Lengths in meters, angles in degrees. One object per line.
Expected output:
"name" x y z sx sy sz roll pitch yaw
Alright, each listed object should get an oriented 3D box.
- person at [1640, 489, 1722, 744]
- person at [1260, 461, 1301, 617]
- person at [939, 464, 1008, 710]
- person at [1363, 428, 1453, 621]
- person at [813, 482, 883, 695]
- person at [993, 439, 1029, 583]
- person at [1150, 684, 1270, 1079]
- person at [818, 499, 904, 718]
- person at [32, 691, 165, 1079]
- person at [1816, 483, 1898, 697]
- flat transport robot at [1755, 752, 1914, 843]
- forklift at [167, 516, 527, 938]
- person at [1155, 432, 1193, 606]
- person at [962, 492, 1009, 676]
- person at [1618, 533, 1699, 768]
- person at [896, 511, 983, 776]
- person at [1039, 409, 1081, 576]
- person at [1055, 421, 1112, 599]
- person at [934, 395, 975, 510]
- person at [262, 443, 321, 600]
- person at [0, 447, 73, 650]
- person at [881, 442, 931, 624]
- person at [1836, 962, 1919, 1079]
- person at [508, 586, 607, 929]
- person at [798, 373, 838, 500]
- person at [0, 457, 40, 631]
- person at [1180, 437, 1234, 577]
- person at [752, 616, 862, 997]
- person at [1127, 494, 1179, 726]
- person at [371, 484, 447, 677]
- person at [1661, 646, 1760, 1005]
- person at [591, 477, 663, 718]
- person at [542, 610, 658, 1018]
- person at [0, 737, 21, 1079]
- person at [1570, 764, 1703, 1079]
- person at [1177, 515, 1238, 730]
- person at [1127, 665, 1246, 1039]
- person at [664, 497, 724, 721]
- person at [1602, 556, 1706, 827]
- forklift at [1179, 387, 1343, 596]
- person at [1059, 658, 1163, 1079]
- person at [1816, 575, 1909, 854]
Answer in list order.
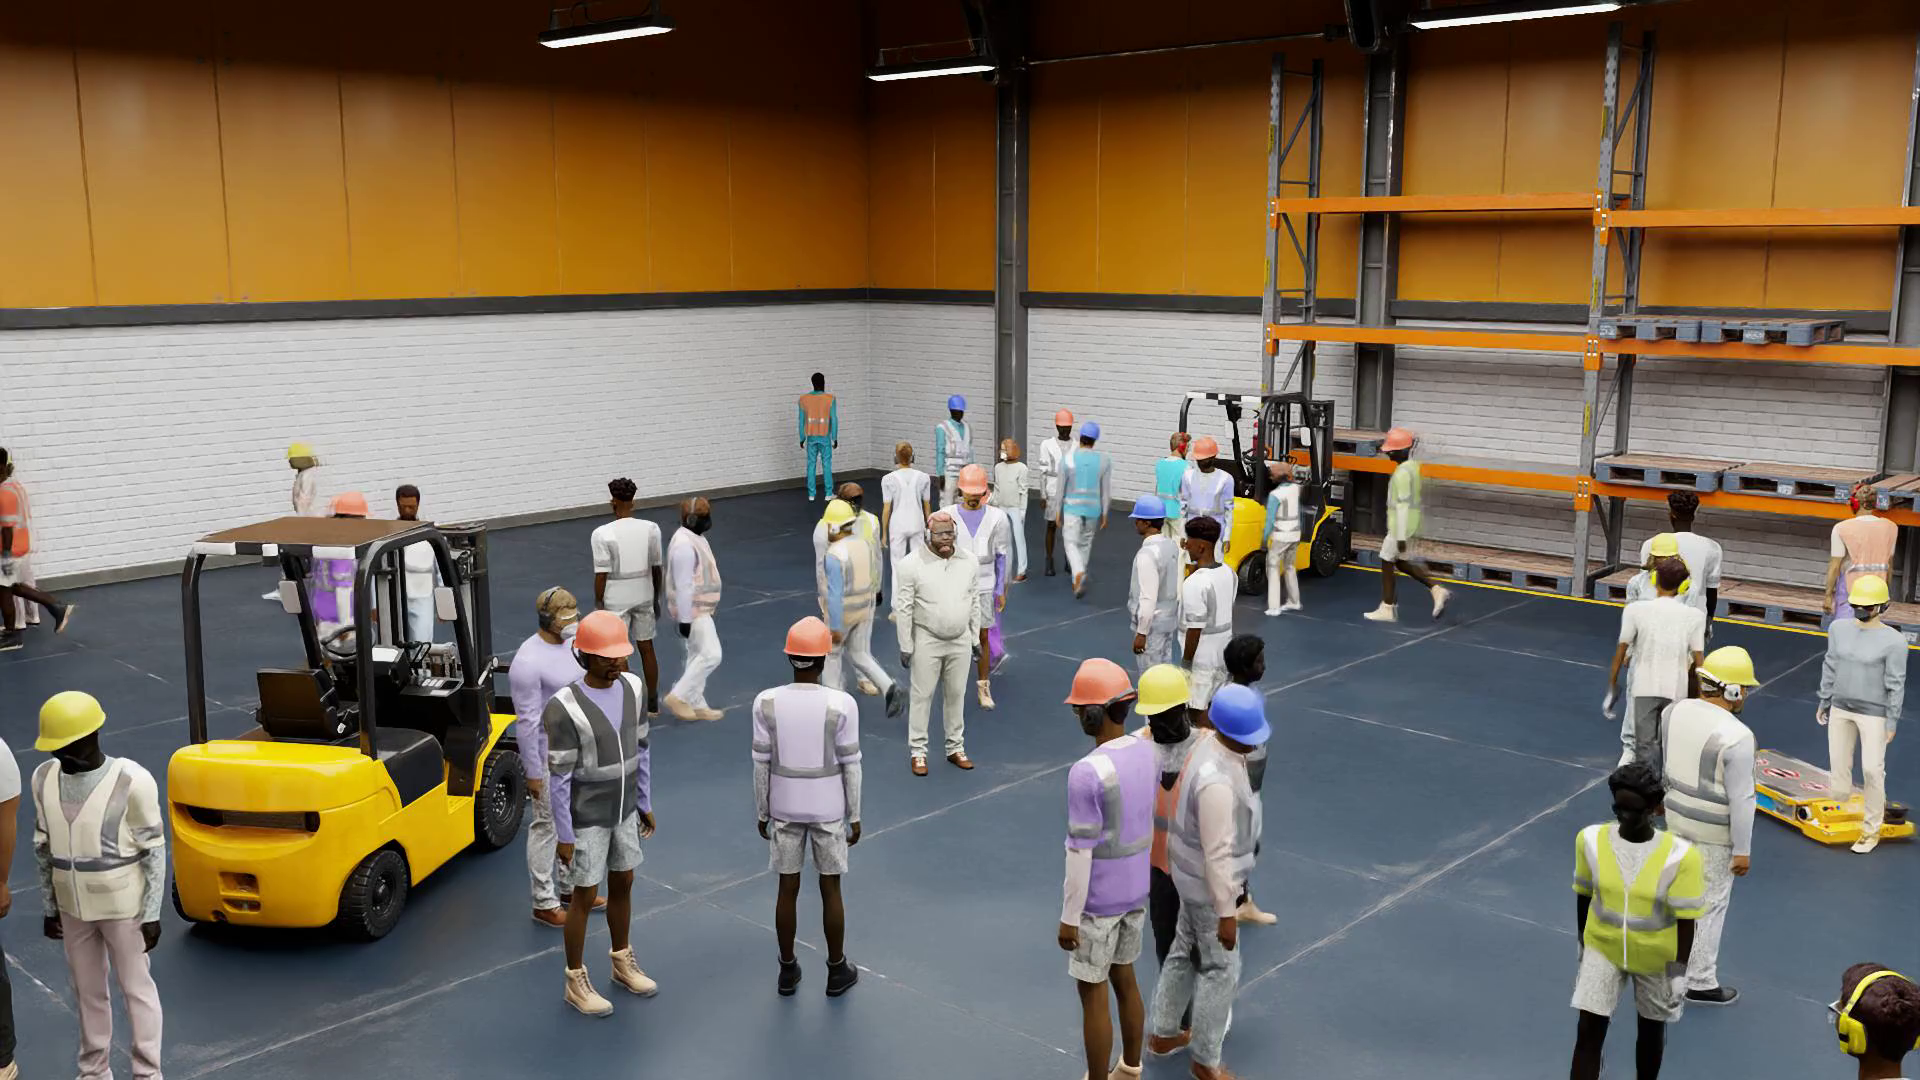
"person" 5.441 0.591 12.636 0.599 1.959 0.387 0 10 1
"person" 3.320 -0.008 17.030 0.328 1.622 0.565 9 13 42
"person" 0.091 0.388 13.546 0.606 2.039 0.381 -1 10 -7
"person" 4.503 -0.132 16.637 0.799 2.001 0.630 6 11 29
"person" -0.914 0.422 13.949 0.619 1.836 0.430 -7 12 -35
"person" 0.569 -0.336 18.842 0.504 1.627 0.290 10 14 44
"person" 1.106 1.530 7.479 0.479 1.901 0.715 1 10 7
"person" -0.849 0.574 13.147 0.751 1.805 0.598 5 11 27
"person" -3.716 1.569 7.172 0.589 1.913 0.399 2 10 11
"person" 7.440 0.451 13.761 0.560 1.837 0.391 -1 10 -7
"flat transport robot" 5.587 1.685 11.188 0.652 0.197 1.431 -3 10 -14
"forklift" -3.583 0.976 9.748 1.214 2.155 2.313 2 10 11
"person" 2.269 -0.223 17.595 0.389 1.838 0.563 -7 12 -33
"person" 0.231 0.365 14.560 0.446 1.720 0.607 8 13 37
"person" 5.029 0.809 11.987 0.487 1.744 0.297 4 11 20
"person" -0.130 0.734 11.948 0.653 1.906 0.405 -4 11 -23
"person" 1.181 -0.545 19.171 0.557 1.936 0.438 -2 10 -10
"person" 1.340 -0.307 17.897 0.615 1.915 0.795 -1 10 -7
"person" -0.055 -0.851 20.879 0.629 1.941 0.401 -10 14 -43
"person" -7.012 -0.194 17.828 0.904 1.697 0.489 -6 12 -32
"person" -8.865 0.066 15.668 0.712 1.944 0.607 -5 11 -28
"person" -0.542 -0.069 16.711 0.504 1.840 0.345 -2 10 -13
"person" 2.446 2.060 4.539 0.511 1.862 0.324 -2 10 -9
"person" -2.241 1.198 9.256 0.382 1.930 0.636 3 10 18
"person" -2.120 -1.542 24.885 0.588 1.915 0.398 2 10 9
"person" -9.400 0.018 16.422 0.327 1.767 0.533 1 10 4
"person" 2.423 -0.066 16.442 0.547 1.928 0.385 5 11 26
"person" -0.761 1.342 8.398 0.549 1.936 0.377 1 10 8
"person" 1.433 0.625 12.452 0.404 1.945 0.615 5 11 24
"person" -4.410 0.481 13.372 0.621 1.905 0.549 -2 10 -9
"person" 3.734 1.421 8.302 0.403 1.818 0.601 -3 10 -15
"person" -2.650 0.476 13.245 0.614 1.963 0.362 -8 13 -38
"person" -1.740 1.335 8.184 0.414 2.035 0.607 7 12 36
"person" -4.516 1.484 7.296 0.686 2.000 0.538 0 10 0
"person" 2.746 1.753 6.862 0.540 1.655 0.841 7 12 34
"person" 1.668 0.797 11.419 0.367 1.966 0.605 7 12 33
"person" 1.021 1.484 7.708 0.617 1.895 0.554 6 12 32
"person" -2.087 0.559 13.157 0.447 1.826 0.647 -1 10 -4
"person" 4.468 1.017 10.712 0.593 1.792 1.034 2 10 12
"forklift" 3.298 -0.608 18.767 1.214 2.155 2.313 9 13 42
"person" 0.614 1.510 7.185 0.411 2.033 0.613 8 12 37
"person" 5.629 1.077 10.424 0.342 1.761 0.524 -5 11 -27
